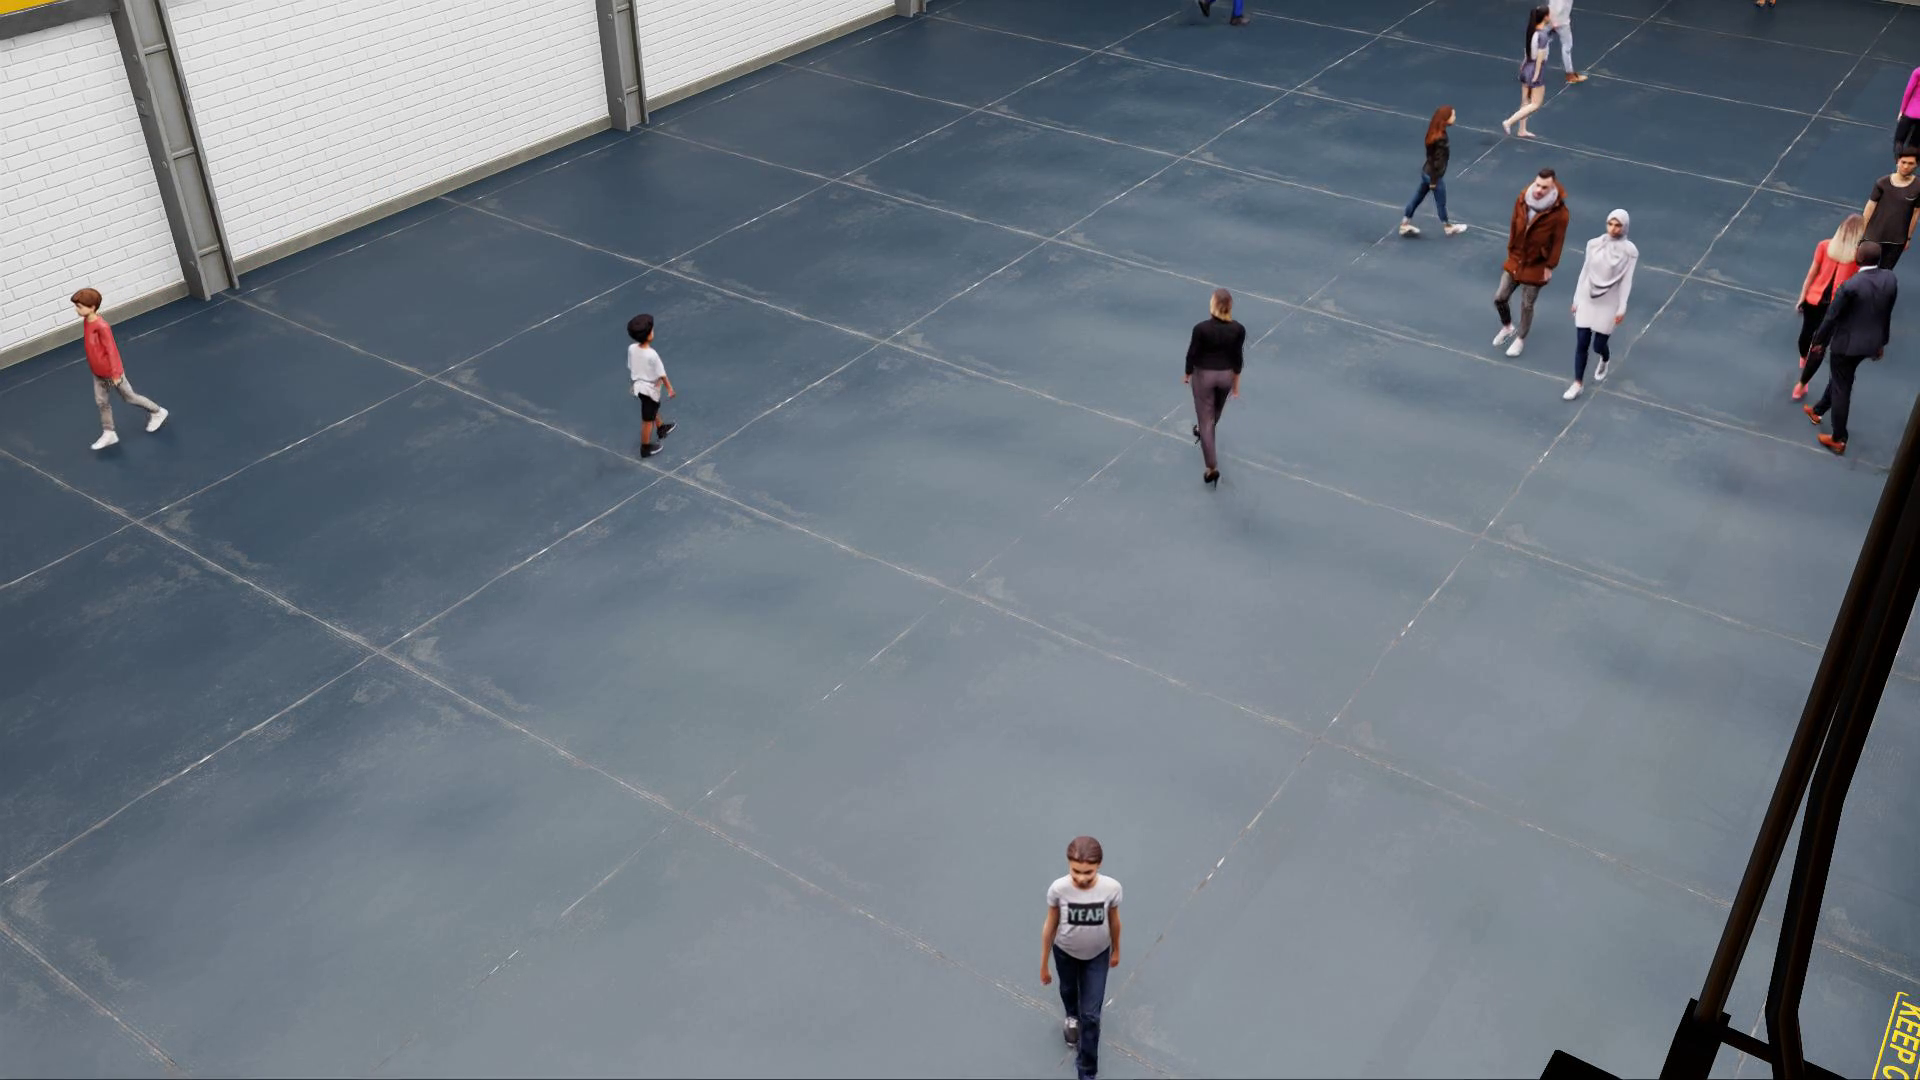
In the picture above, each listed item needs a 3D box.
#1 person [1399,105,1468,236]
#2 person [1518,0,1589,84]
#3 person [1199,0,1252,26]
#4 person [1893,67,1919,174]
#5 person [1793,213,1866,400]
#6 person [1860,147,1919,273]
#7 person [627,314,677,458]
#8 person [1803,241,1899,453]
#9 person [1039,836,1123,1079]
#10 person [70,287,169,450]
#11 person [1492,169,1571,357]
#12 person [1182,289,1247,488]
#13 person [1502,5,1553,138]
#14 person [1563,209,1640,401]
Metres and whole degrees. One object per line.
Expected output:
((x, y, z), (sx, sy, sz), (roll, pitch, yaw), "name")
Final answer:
((4.982, -3.912, 17.757), (0.969, 1.443, 0.962), (-2, 34, -2), "person")
((7.803, -6.894, 21.928), (1.115, 1.792, 1.189), (3, 34, 5), "person")
((3.922, -8.415, 24.184), (1.113, 1.829, 1.033), (-7, 34, -10), "person")
((10.874, -4.773, 18.837), (0.764, 1.683, 0.980), (9, 35, 13), "person")
((7.669, -2.039, 14.763), (0.655, 1.640, 1.134), (24, 40, 31), "person")
((8.994, -2.996, 16.135), (0.656, 1.715, 0.588), (15, 36, 21), "person")
((-2.666, -1.265, 13.960), (0.528, 1.238, 0.738), (25, 41, 33), "person")
((7.539, -1.585, 13.944), (1.050, 1.791, 1.098), (-7, 34, -10), "person")
((0.632, 2.076, 8.669), (0.839, 1.532, 1.017), (3, 34, 5), "person")
((-7.185, -1.490, 14.155), (0.519, 1.398, 0.904), (21, 39, 29), "person")
((5.321, -2.587, 15.422), (0.727, 1.822, 0.707), (27, 42, 34), "person")
((2.075, -1.193, 13.499), (1.051, 1.629, 1.089), (-7, 34, -10), "person")
((6.889, -5.657, 20.209), (0.890, 1.636, 0.826), (-7, 34, -10), "person")
((5.699, -2.103, 14.746), (0.679, 1.764, 0.867), (27, 42, 34), "person")
